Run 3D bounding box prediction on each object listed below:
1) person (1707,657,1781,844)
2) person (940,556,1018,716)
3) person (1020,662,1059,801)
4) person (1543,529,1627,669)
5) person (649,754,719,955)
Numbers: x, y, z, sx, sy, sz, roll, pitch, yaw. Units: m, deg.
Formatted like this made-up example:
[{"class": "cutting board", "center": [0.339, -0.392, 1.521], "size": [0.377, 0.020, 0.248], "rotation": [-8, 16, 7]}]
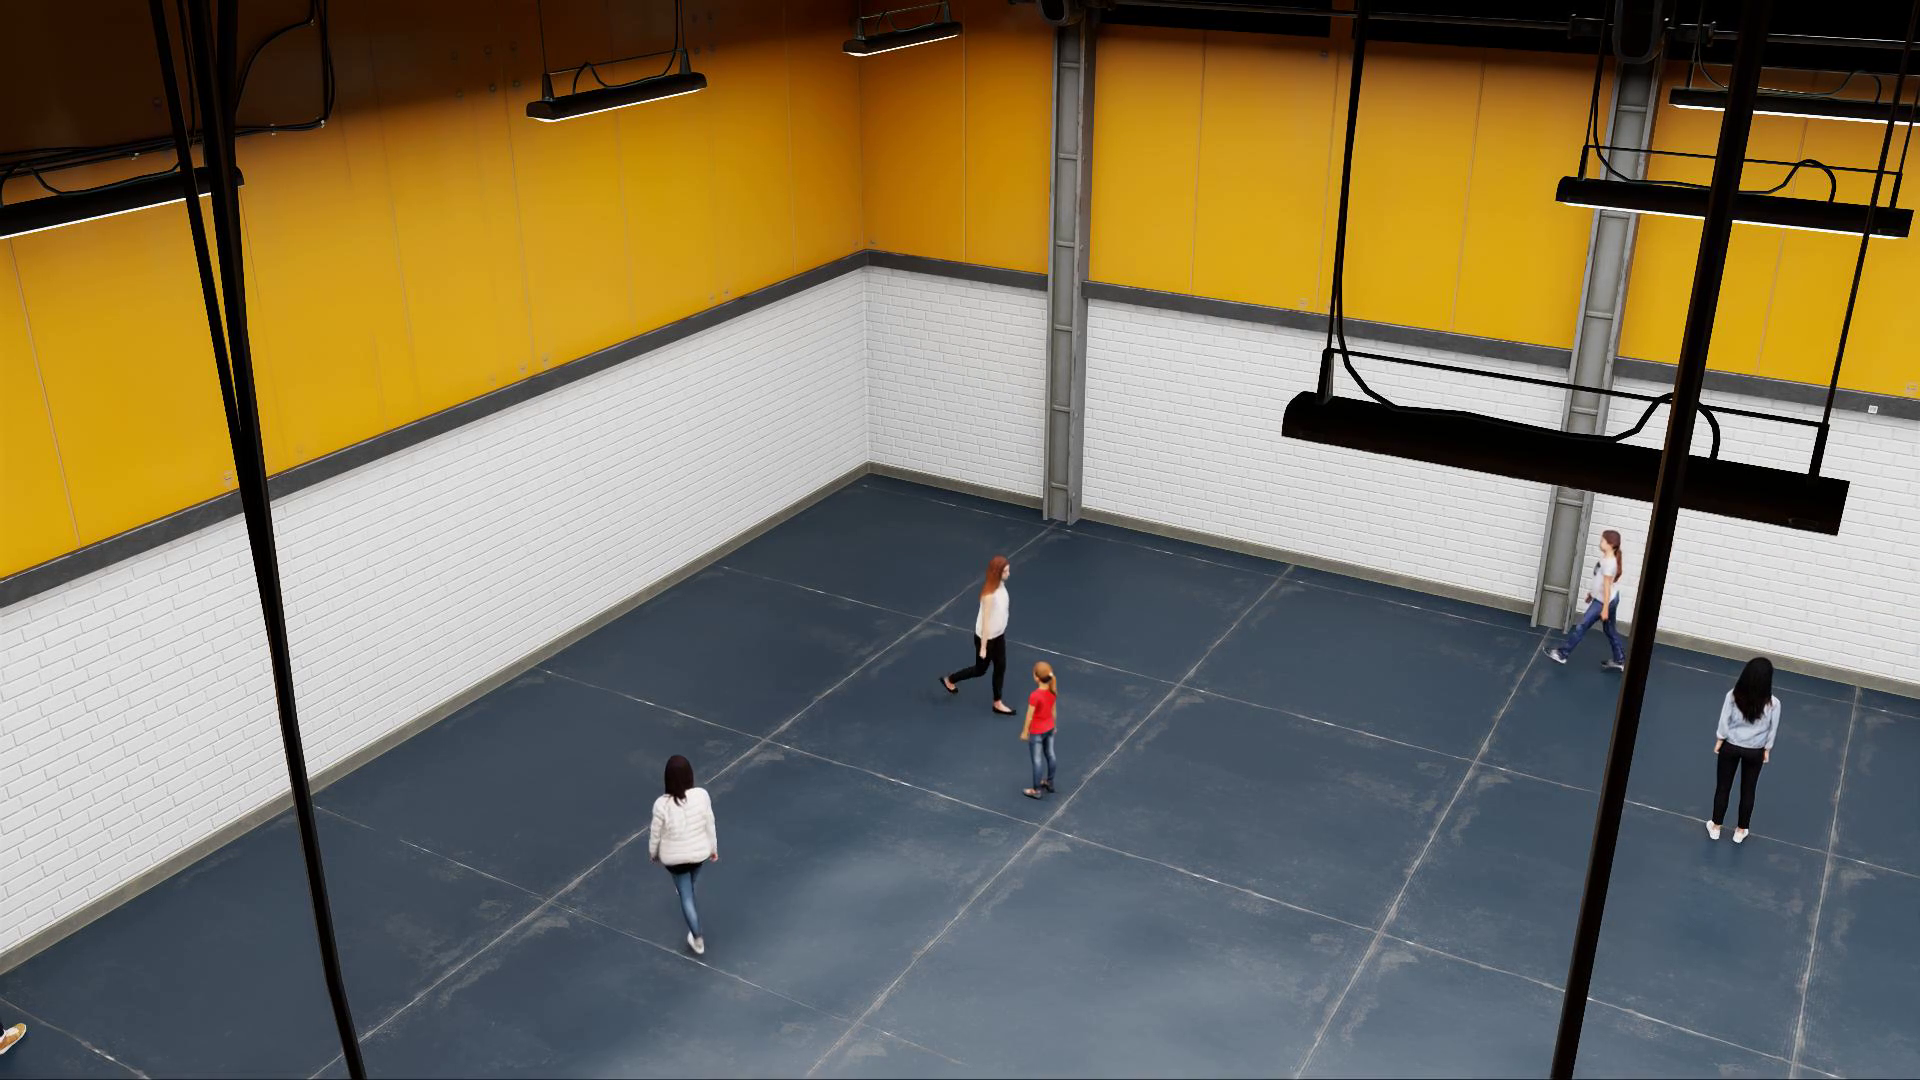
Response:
[{"class": "person", "center": [6.646, 1.774, 14.125], "size": [0.531, 1.712, 0.696], "rotation": [8, 25, 19]}, {"class": "person", "center": [0.194, 0.918, 16.120], "size": [1.037, 1.682, 0.646], "rotation": [10, 26, 22]}, {"class": "person", "center": [0.746, 1.687, 14.828], "size": [0.538, 1.308, 0.559], "rotation": [-21, 31, -40]}, {"class": "person", "center": [6.637, 0.643, 16.957], "size": [1.079, 1.516, 0.639], "rotation": [9, 25, 21]}, {"class": "person", "center": [-2.084, 2.436, 12.745], "size": [0.979, 1.604, 1.121], "rotation": [-11, 26, -24]}]
